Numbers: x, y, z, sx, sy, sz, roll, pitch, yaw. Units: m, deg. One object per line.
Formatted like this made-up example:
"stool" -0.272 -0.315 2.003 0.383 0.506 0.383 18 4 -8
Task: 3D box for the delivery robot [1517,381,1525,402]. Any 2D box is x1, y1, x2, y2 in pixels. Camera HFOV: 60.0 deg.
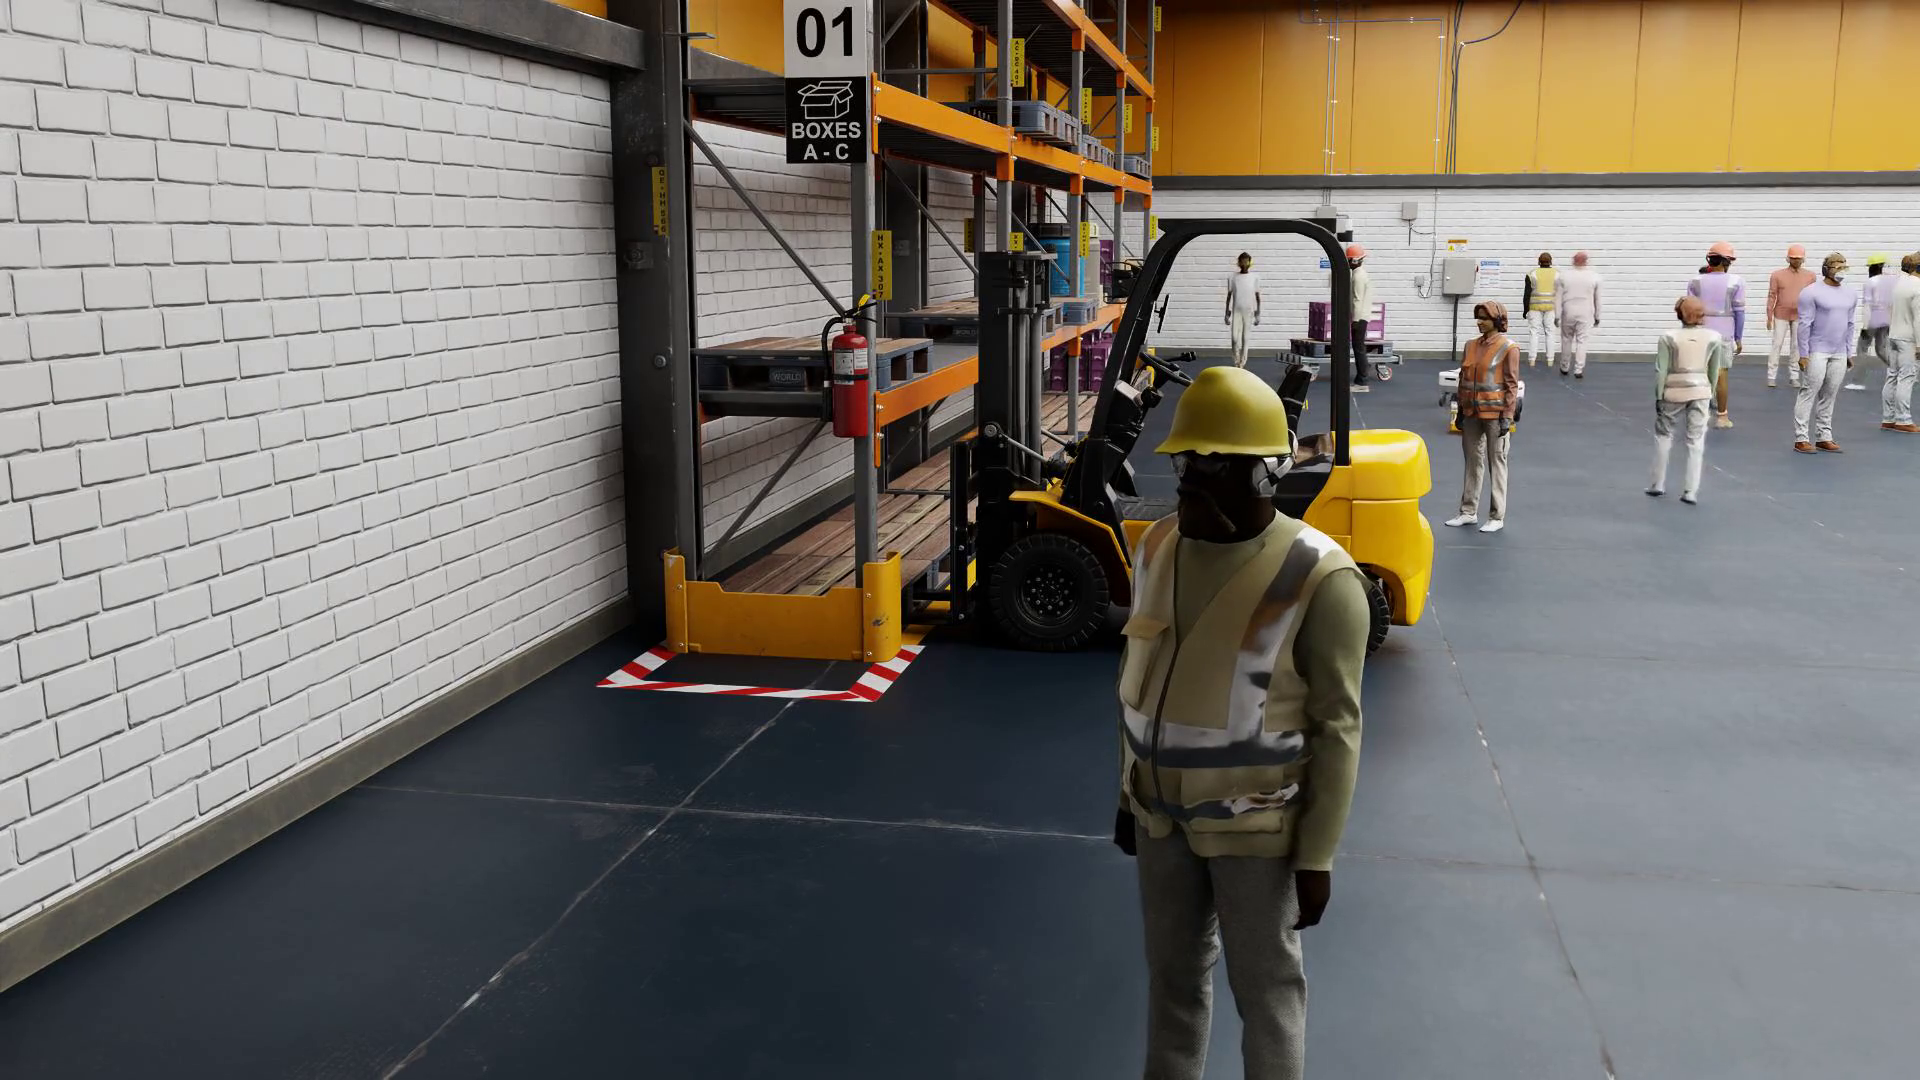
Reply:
"delivery robot" 6.262 -1.711 19.145 0.477 0.478 0.707 6 12 29

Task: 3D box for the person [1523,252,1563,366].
"person" 9.463 -3.743 27.017 0.633 1.839 0.429 2 10 9

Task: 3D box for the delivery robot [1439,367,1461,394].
"delivery robot" 6.237 -1.948 20.443 0.477 0.478 0.707 -6 12 -29

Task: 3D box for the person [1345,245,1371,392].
"person" 5.364 -3.001 22.590 0.429 1.981 0.634 2 10 9

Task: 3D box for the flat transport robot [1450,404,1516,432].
"flat transport robot" 5.734 -1.364 18.279 0.652 0.197 1.431 3 11 15

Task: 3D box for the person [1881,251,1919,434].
"person" 10.135 -2.105 17.768 0.379 1.940 0.629 1 10 6

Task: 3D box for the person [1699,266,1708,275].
"person" 10.810 -3.131 24.104 0.627 1.686 0.559 -5 11 -24

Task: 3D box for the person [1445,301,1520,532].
"person" 3.751 -0.880 11.871 0.308 1.641 0.514 -6 12 -30

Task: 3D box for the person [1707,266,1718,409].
"person" 9.093 -2.500 20.206 0.564 1.837 0.394 -5 11 -26

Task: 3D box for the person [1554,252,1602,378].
"person" 9.268 -3.373 24.953 0.658 1.853 0.963 4 11 21

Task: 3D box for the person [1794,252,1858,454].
"person" 8.385 -1.802 16.108 0.632 1.940 0.372 -3 11 -15

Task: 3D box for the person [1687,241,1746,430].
"person" 8.228 -2.222 18.142 0.605 2.037 0.394 8 13 37

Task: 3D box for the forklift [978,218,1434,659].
"forklift" 1.285 -0.567 8.635 2.313 2.155 1.214 2 11 11

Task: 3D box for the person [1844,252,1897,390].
"person" 12.522 -2.955 22.572 0.619 1.895 0.799 -5 11 -24

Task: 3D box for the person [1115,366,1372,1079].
"person" 0.534 0.558 3.454 0.403 1.834 0.588 -9 14 -41

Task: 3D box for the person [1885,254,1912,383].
"person" 13.326 -3.096 23.468 0.429 1.841 0.633 5 11 25

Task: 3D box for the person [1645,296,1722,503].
"person" 5.750 -1.120 13.225 0.512 1.617 0.679 1 10 8

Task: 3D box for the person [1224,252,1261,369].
"person" 4.331 -3.466 25.455 0.562 1.852 0.527 2 10 8

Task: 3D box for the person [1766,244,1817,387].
"person" 11.559 -3.114 23.147 0.622 1.990 0.402 3 11 15
